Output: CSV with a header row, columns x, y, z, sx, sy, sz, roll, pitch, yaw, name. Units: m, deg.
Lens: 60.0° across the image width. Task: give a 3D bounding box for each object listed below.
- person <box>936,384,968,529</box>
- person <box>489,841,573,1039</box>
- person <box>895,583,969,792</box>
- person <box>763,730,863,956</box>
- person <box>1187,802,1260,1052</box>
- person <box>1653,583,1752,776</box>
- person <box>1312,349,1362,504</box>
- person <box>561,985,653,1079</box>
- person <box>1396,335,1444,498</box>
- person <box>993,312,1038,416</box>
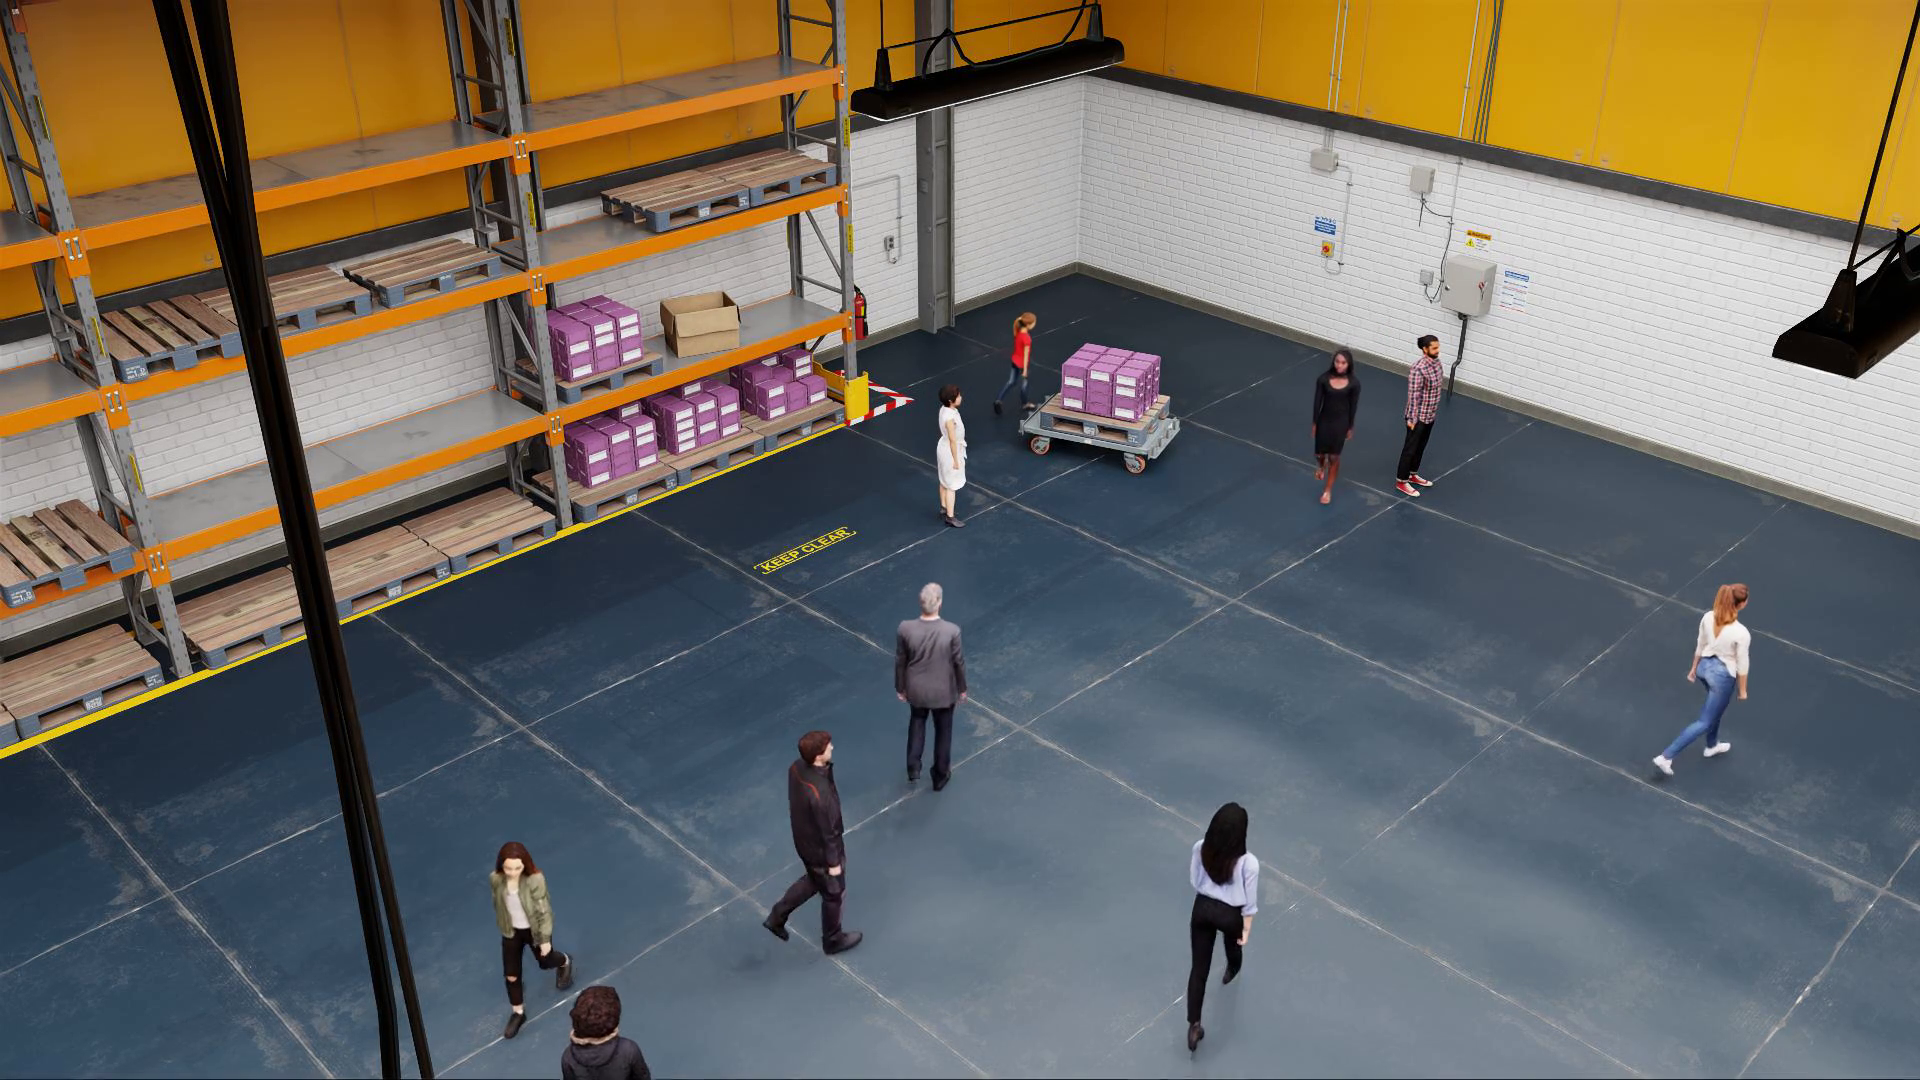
x,y,z,sx,sy,sz,roll,pitch,yaw,name
-0.103,-0.880,17.082,0.663,1.556,0.640,-7,29,-13,person
-2.815,2.529,10.940,0.890,1.453,1.002,5,29,10,person
-0.238,1.200,12.988,0.861,1.826,0.888,7,29,12,person
-1.044,2.104,11.334,1.019,1.823,0.890,-13,31,-22,person
1.633,2.515,10.725,0.913,1.684,1.240,13,31,22,person
5.959,1.142,13.238,1.194,1.687,0.952,-8,30,-15,person
3.972,-1.240,17.585,0.804,1.707,0.920,11,30,19,person
-1.943,3.285,9.262,1.113,1.733,1.122,-2,29,-5,person
4.923,-1.362,17.752,0.771,1.760,0.558,21,35,34,person
0.656,-2.049,19.518,0.909,1.276,0.697,-16,32,-27,person
